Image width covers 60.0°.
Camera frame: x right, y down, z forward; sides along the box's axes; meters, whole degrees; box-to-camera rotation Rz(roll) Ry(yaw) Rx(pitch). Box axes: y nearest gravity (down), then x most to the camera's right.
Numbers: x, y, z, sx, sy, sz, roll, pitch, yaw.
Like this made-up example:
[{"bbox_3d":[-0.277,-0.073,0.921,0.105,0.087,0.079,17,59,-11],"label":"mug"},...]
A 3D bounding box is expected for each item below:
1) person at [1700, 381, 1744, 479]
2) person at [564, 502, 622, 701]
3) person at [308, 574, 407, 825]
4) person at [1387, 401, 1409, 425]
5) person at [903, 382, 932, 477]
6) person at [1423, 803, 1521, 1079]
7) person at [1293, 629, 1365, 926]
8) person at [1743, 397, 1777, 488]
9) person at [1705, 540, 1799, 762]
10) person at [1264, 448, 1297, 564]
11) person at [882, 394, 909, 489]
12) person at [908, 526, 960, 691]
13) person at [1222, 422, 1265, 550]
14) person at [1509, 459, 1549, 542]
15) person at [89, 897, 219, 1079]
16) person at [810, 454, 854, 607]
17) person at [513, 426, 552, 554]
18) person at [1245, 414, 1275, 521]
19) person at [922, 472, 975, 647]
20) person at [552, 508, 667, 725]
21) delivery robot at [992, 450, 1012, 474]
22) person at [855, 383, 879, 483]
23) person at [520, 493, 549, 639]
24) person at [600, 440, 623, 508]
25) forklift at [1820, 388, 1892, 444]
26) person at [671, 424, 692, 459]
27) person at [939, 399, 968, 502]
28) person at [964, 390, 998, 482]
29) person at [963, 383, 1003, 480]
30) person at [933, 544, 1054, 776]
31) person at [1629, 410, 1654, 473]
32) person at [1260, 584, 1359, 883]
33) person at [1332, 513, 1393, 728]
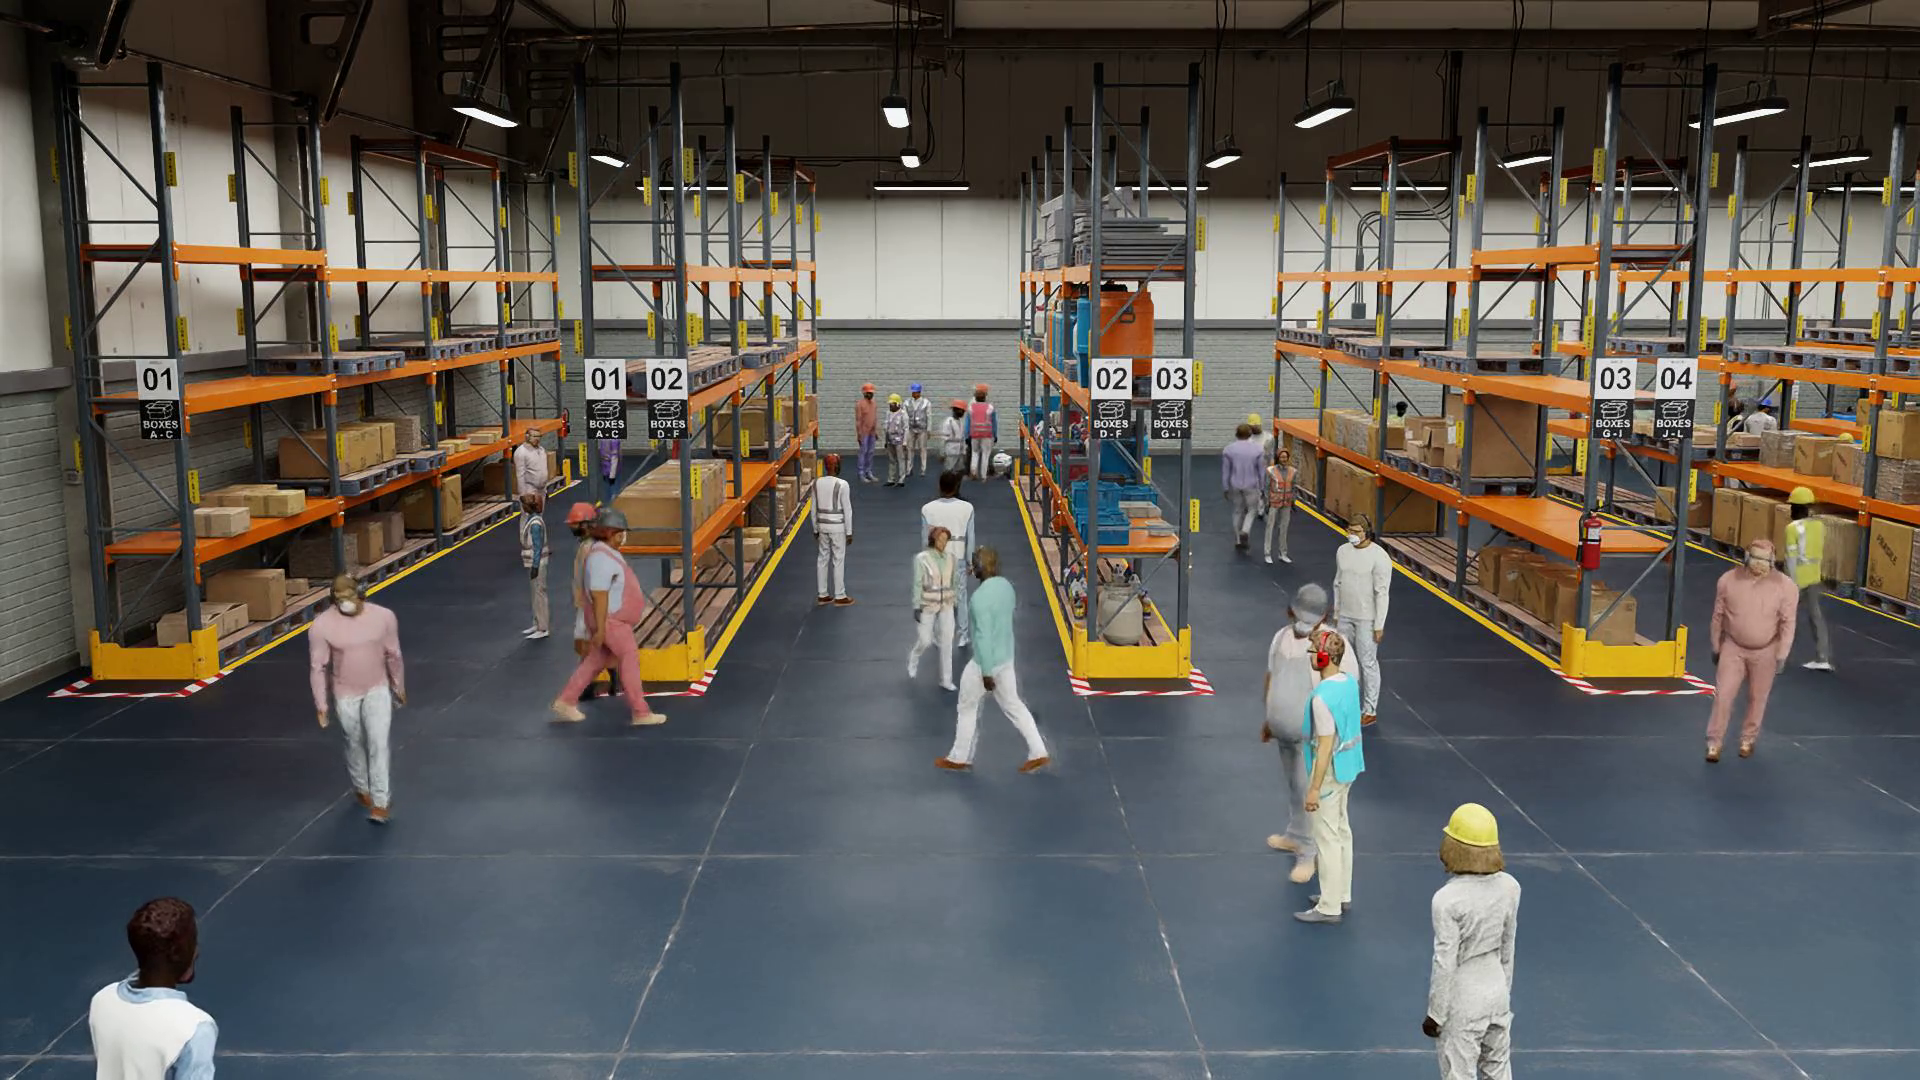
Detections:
[{"bbox_3d":[15.463,-2.219,33.603,1.065,1.978,0.614,-1,9,-7],"label":"person"},{"bbox_3d":[-3.465,0.595,15.700,0.535,1.920,0.571,-3,9,-17],"label":"person"},{"bbox_3d":[-4.413,1.156,12.250,0.689,1.865,1.014,-4,10,-24],"label":"person"},{"bbox_3d":[8.571,-1.892,32.527,0.567,1.654,0.445,-3,9,-20],"label":"person"},{"bbox_3d":[-0.874,-2.249,33.918,0.605,1.944,0.402,2,9,14],"label":"person"},{"bbox_3d":[2.207,1.998,7.245,0.487,1.744,0.312,-5,10,-29],"label":"person"},{"bbox_3d":[2.307,1.469,10.320,0.375,1.844,0.567,5,10,30],"label":"person"},{"bbox_3d":[14.272,-1.586,29.677,0.402,1.938,0.604,-7,11,-37],"label":"person"},{"bbox_3d":[6.509,0.933,13.694,0.649,1.866,0.900,5,10,28],"label":"person"},{"bbox_3d":[4.528,-0.486,23.550,0.514,1.642,0.314,-3,9,-17],"label":"person"},{"bbox_3d":[-1.249,-1.903,32.050,0.586,1.835,0.404,8,12,43],"label":"person"},{"bbox_3d":[-0.259,0.650,16.309,0.524,1.616,0.594,-4,10,-27],"label":"person"},{"bbox_3d":[4.182,-0.785,24.559,0.638,1.923,0.478,3,9,18],"label":"person"},{"bbox_3d":[8.792,-0.837,25.221,0.532,1.833,0.761,-5,10,-27],"label":"person"},{"bbox_3d":[-2.741,2.163,5.692,0.605,1.906,0.409,6,11,34],"label":"person"},{"bbox_3d":[-1.569,-0.124,20.444,0.585,1.882,0.337,6,10,32],"label":"person"},{"bbox_3d":[-6.168,-0.701,24.105,0.404,1.903,0.636,3,9,20],"label":"person"},{"bbox_3d":[4.997,-1.239,27.969,0.623,1.787,0.835,3,9,21],"label":"person"},{"bbox_3d":[-0.126,0.215,18.150,0.587,1.920,0.394,-1,9,-4],"label":"person"},{"bbox_3d":[-3.202,0.656,14.922,0.970,2.000,0.674,-2,9,-14],"label":"person"},{"bbox_3d":[0.839,-1.589,33.824,0.477,0.478,0.707,2,9,11],"label":"delivery robot"},{"bbox_3d":[-1.825,-2.127,32.978,0.401,1.989,0.623,6,11,33],"label":"person"},{"bbox_3d":[-4.756,0.280,18.615,0.308,1.644,0.514,-3,9,-20],"label":"person"},{"bbox_3d":[-5.596,-1.090,26.546,0.395,1.920,0.589,-5,10,-27],"label":"person"},{"bbox_3d":[20.072,-3.110,36.462,1.873,2.768,1.129,0,9,0],"label":"forklift"},{"bbox_3d":[-5.684,-2.267,33.957,0.603,1.977,0.434,8,12,41],"label":"person"},{"bbox_3d":[-0.143,-1.539,29.591,0.369,1.902,0.756,5,10,30],"label":"person"},{"bbox_3d":[0.429,-2.069,33.159,0.642,1.819,0.622,1,9,9],"label":"person"},{"bbox_3d":[0.405,-2.180,33.431,0.787,1.950,0.632,-4,10,-26],"label":"person"},{"bbox_3d":[0.296,0.974,13.379,0.968,1.894,0.636,5,10,29],"label":"person"},{"bbox_3d":[14.252,-2.204,34.733,0.583,1.592,0.786,0,9,-1],"label":"person"},{"bbox_3d":[2.290,1.223,11.274,0.540,2.000,0.798,-4,10,-25],"label":"person"},{"bbox_3d":[3.592,0.709,14.950,0.373,1.933,0.625,-5,10,-30],"label":"person"}]
